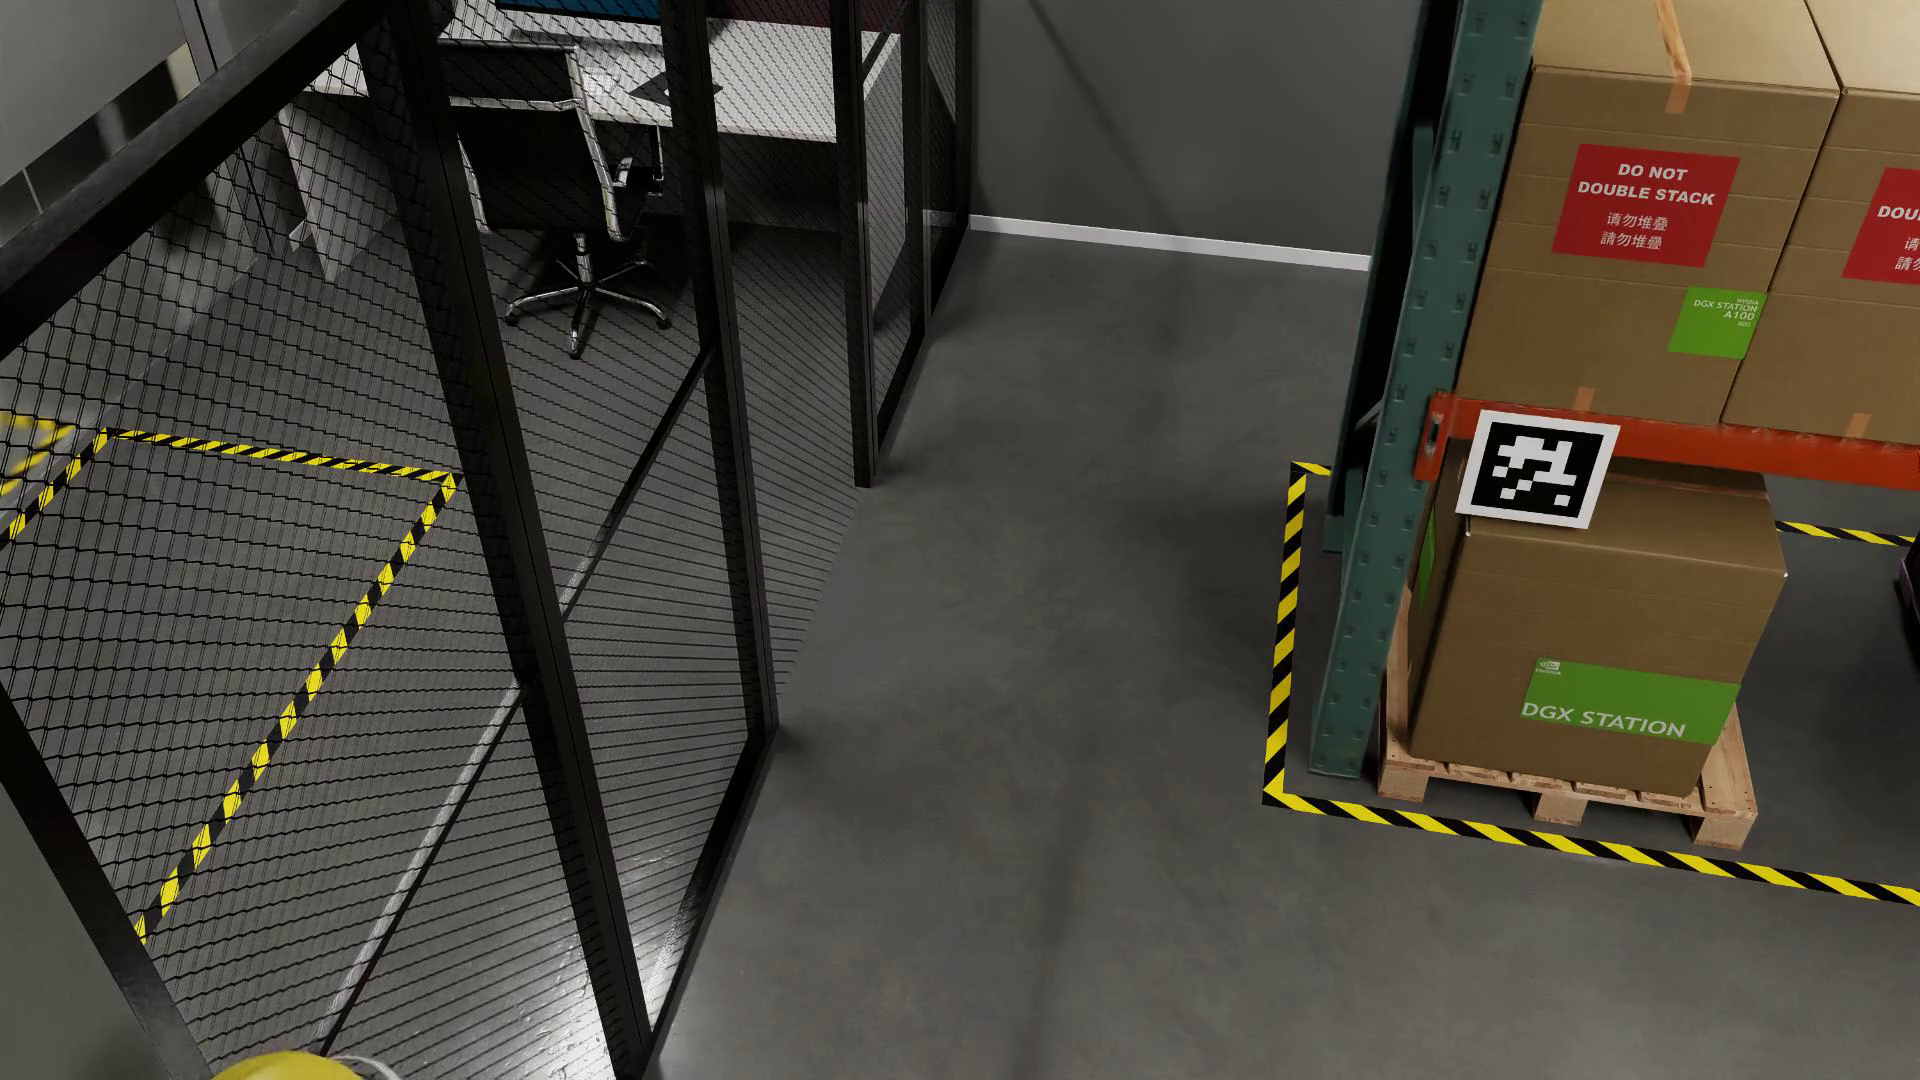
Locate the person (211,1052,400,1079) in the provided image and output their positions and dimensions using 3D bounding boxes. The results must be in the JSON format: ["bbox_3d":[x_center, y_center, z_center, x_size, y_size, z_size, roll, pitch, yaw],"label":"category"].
[{"bbox_3d":[-0.680,1.224,2.167,0.600,1.831,0.404,12,42,14],"label":"person"}]
